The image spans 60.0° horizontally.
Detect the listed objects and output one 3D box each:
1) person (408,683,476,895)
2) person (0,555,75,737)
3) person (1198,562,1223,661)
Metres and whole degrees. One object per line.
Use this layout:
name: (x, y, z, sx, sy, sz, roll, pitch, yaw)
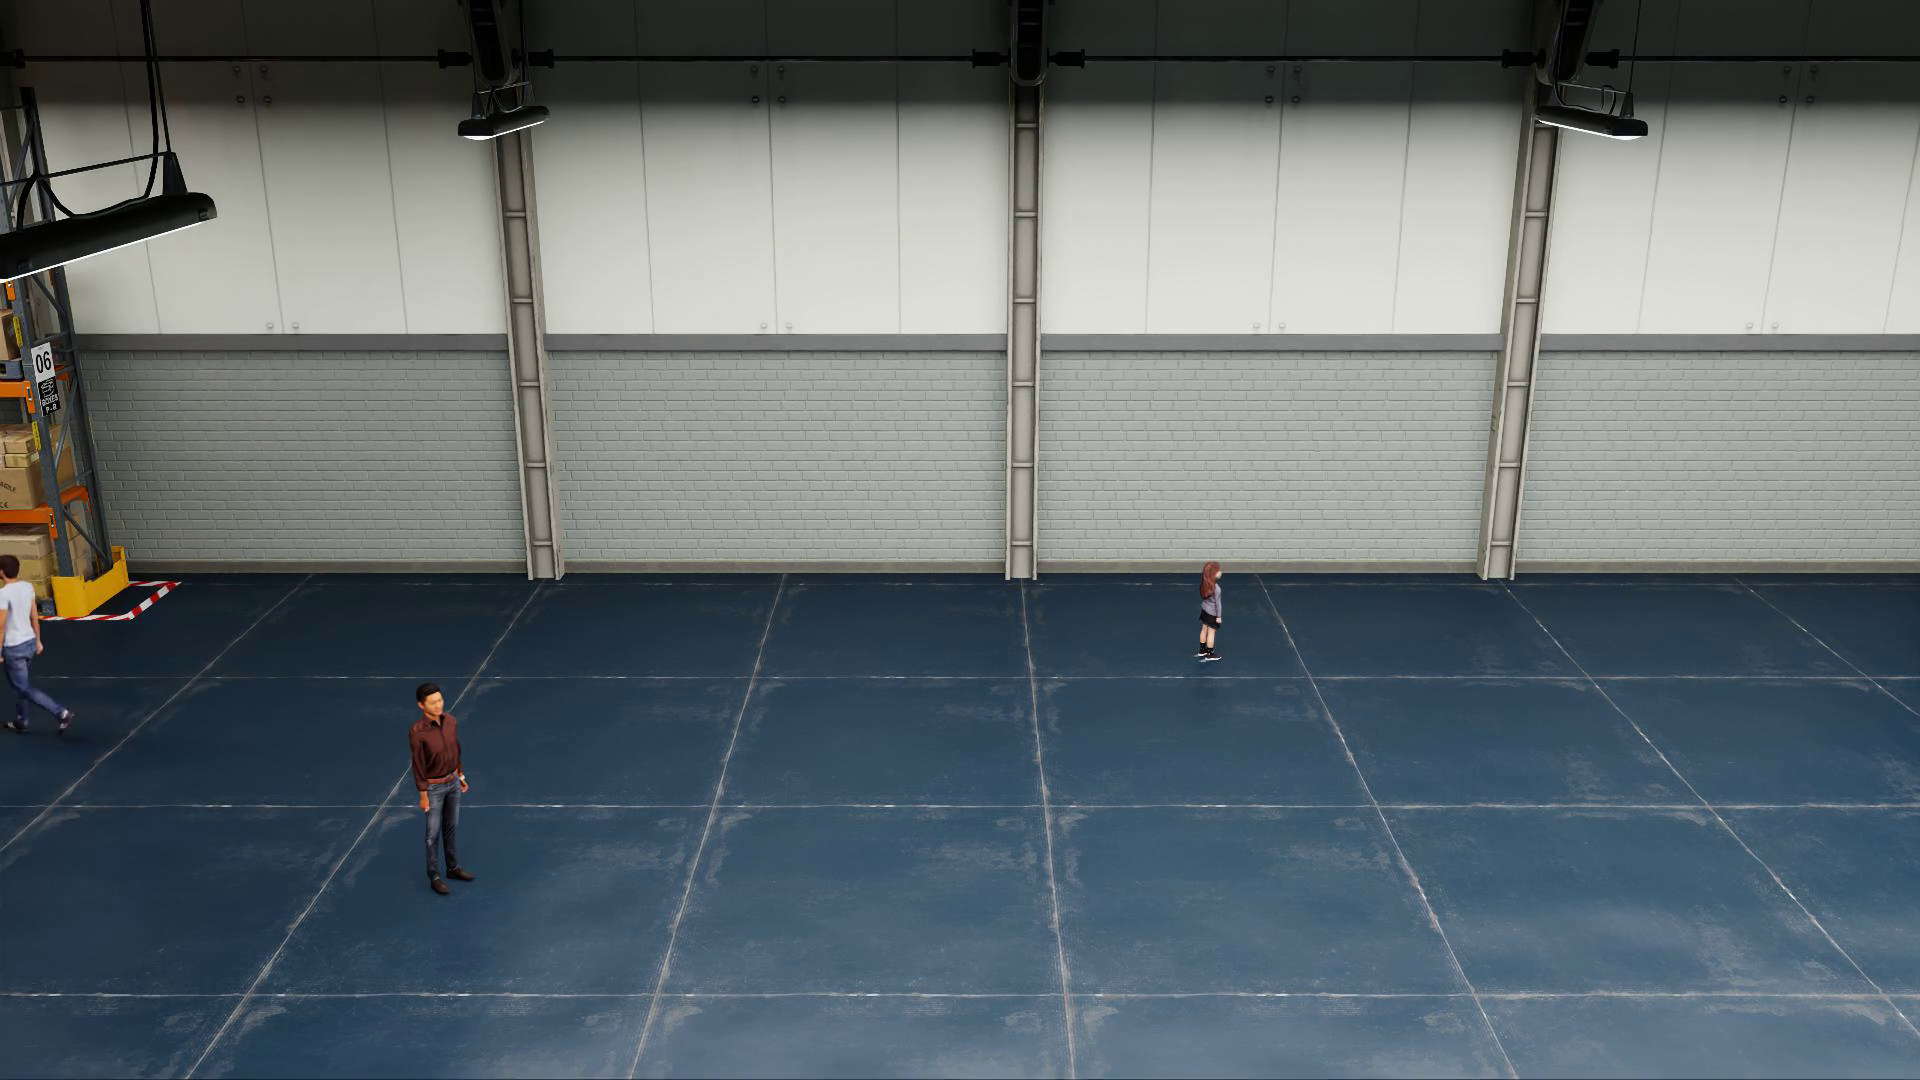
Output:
person: (-4.223, 1.981, 13.457, 0.706, 1.782, 0.720, 10, 20, 28)
person: (-9.088, 1.059, 16.192, 1.133, 1.843, 0.717, 2, 18, 7)
person: (2.757, 0.763, 18.289, 0.532, 1.107, 0.529, -7, 19, -22)
